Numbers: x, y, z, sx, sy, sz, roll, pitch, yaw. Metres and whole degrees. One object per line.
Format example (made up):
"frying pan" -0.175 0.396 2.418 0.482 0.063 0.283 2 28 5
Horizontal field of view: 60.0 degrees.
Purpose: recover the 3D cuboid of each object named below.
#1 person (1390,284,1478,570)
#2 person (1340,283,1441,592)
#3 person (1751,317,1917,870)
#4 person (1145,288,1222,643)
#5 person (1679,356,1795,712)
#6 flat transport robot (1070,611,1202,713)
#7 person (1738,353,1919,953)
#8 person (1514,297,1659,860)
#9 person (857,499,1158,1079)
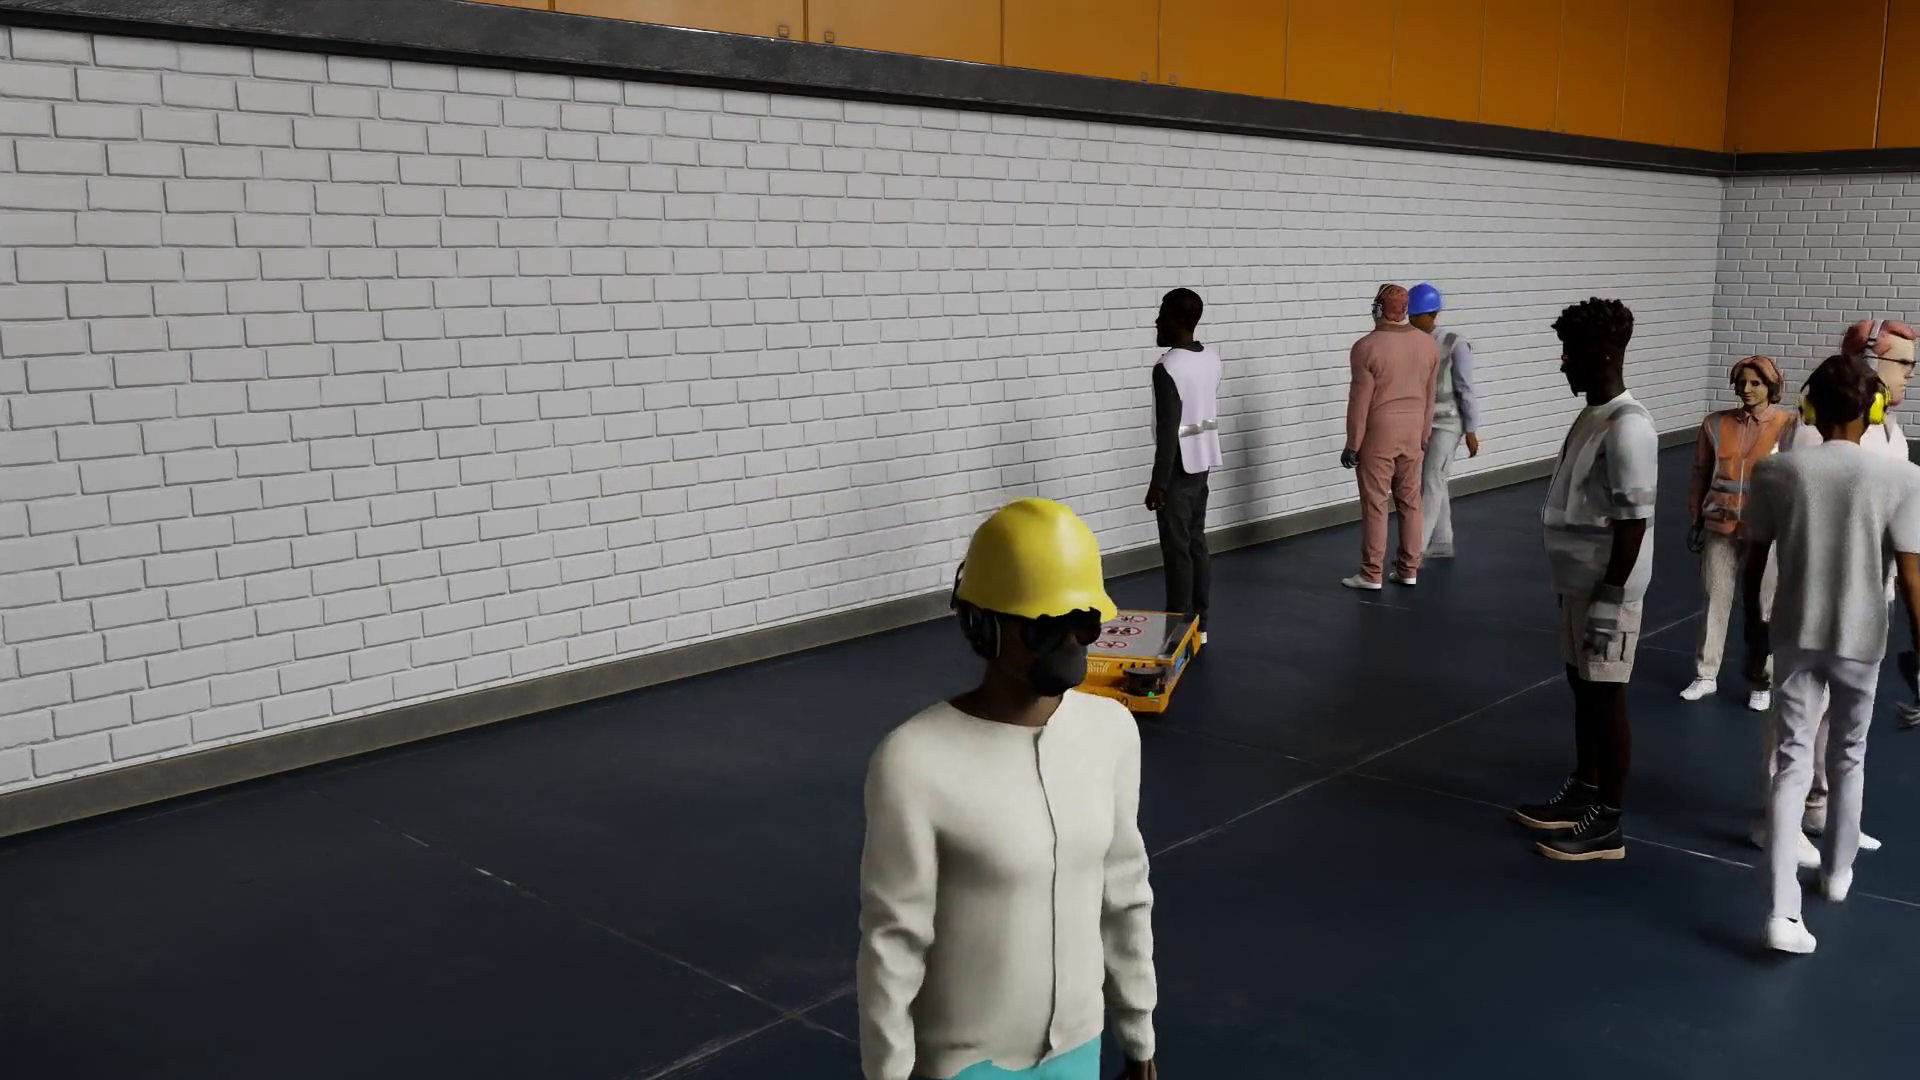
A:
"person" 3.105 -0.752 11.138 0.834 1.891 0.645 -6 12 -33
"person" 2.650 -0.633 10.365 0.637 1.911 0.403 -4 11 -22
"person" 3.065 0.185 5.777 0.662 1.898 0.397 -8 13 -39
"person" 1.174 -0.363 8.790 0.386 1.921 0.595 6 12 31
"person" 3.641 -0.034 7.714 0.521 1.640 0.306 9 13 41
"flat transport robot" 0.784 0.560 8.231 0.652 0.197 1.431 3 10 15
"person" 2.692 0.339 5.129 0.559 1.811 0.965 6 12 32
"person" 2.211 0.139 5.818 0.376 1.959 0.600 2 10 9
"person" 0.102 0.804 2.593 0.545 1.754 0.364 -8 13 -39
